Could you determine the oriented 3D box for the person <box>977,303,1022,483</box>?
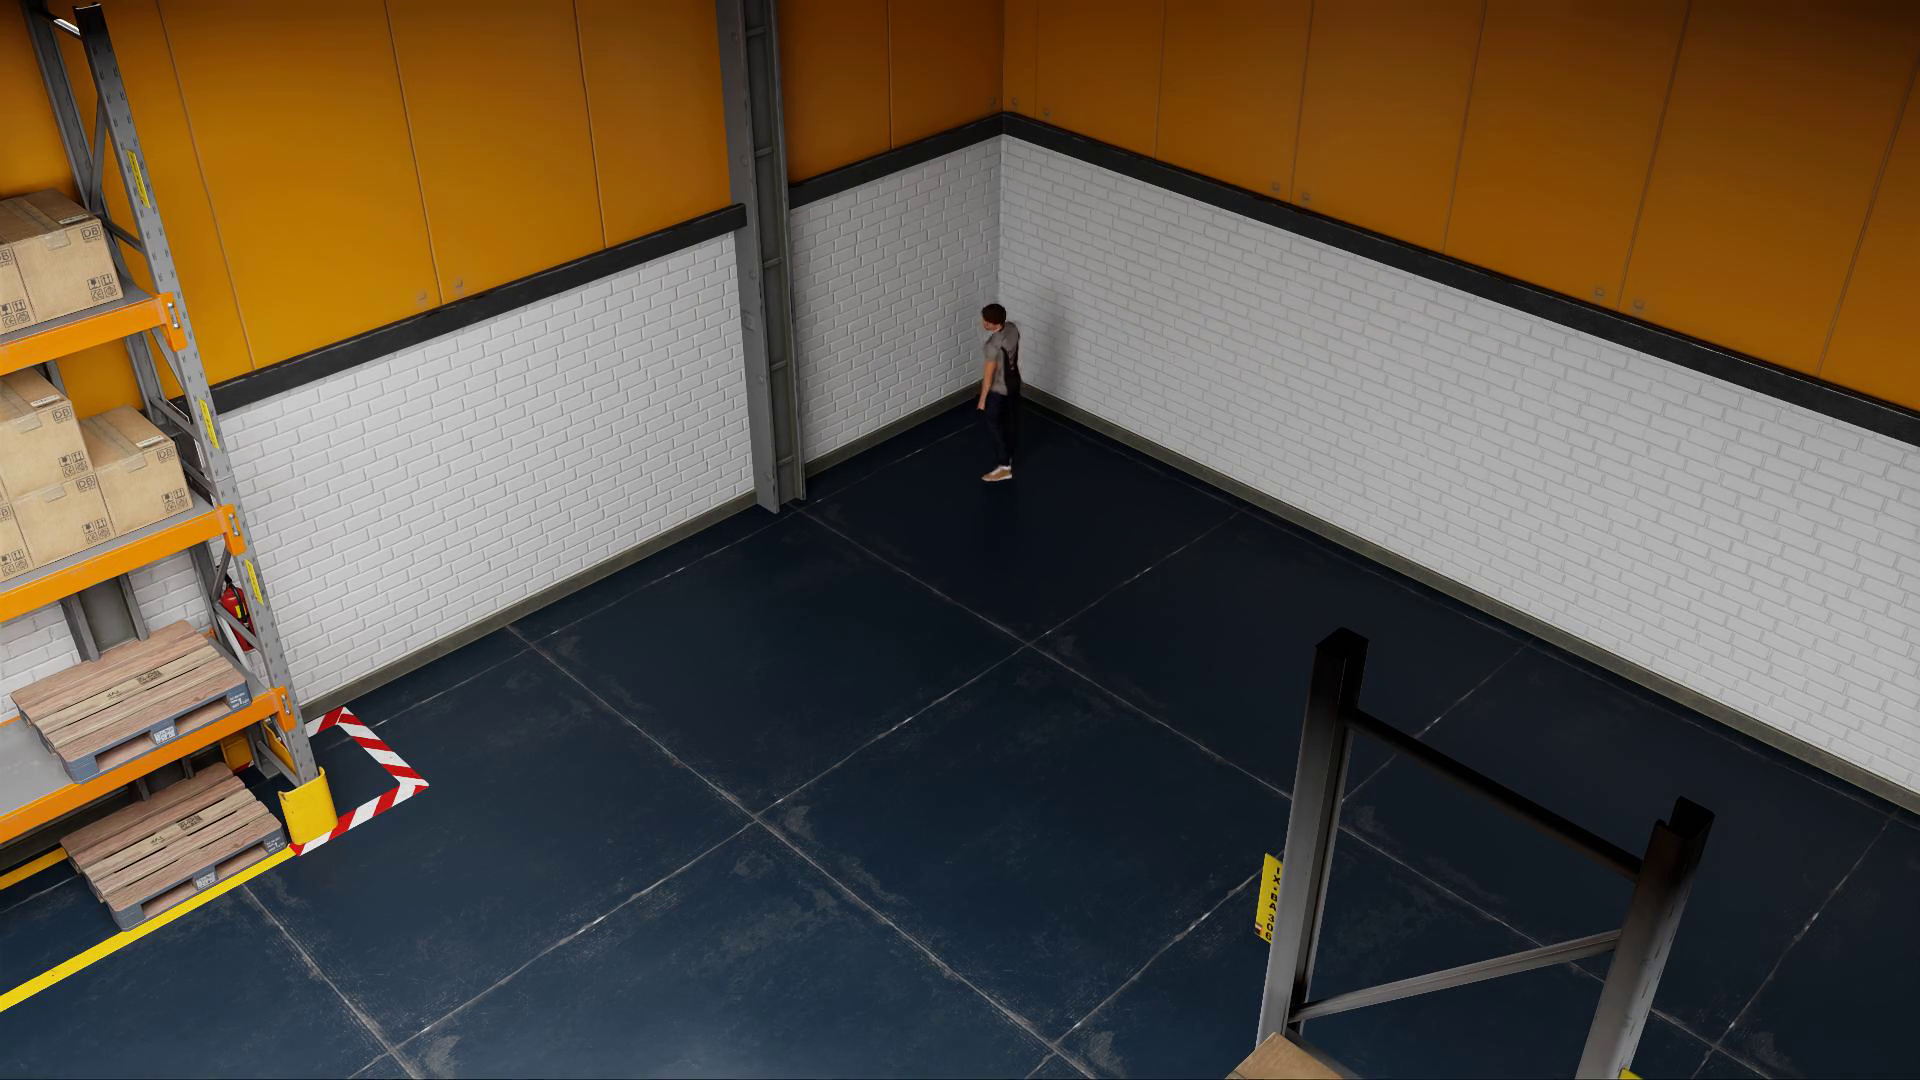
[{"bbox_3d":[0.426,-1.487,16.044,0.619,1.859,0.849,-23,40,-31],"label":"person"}]
